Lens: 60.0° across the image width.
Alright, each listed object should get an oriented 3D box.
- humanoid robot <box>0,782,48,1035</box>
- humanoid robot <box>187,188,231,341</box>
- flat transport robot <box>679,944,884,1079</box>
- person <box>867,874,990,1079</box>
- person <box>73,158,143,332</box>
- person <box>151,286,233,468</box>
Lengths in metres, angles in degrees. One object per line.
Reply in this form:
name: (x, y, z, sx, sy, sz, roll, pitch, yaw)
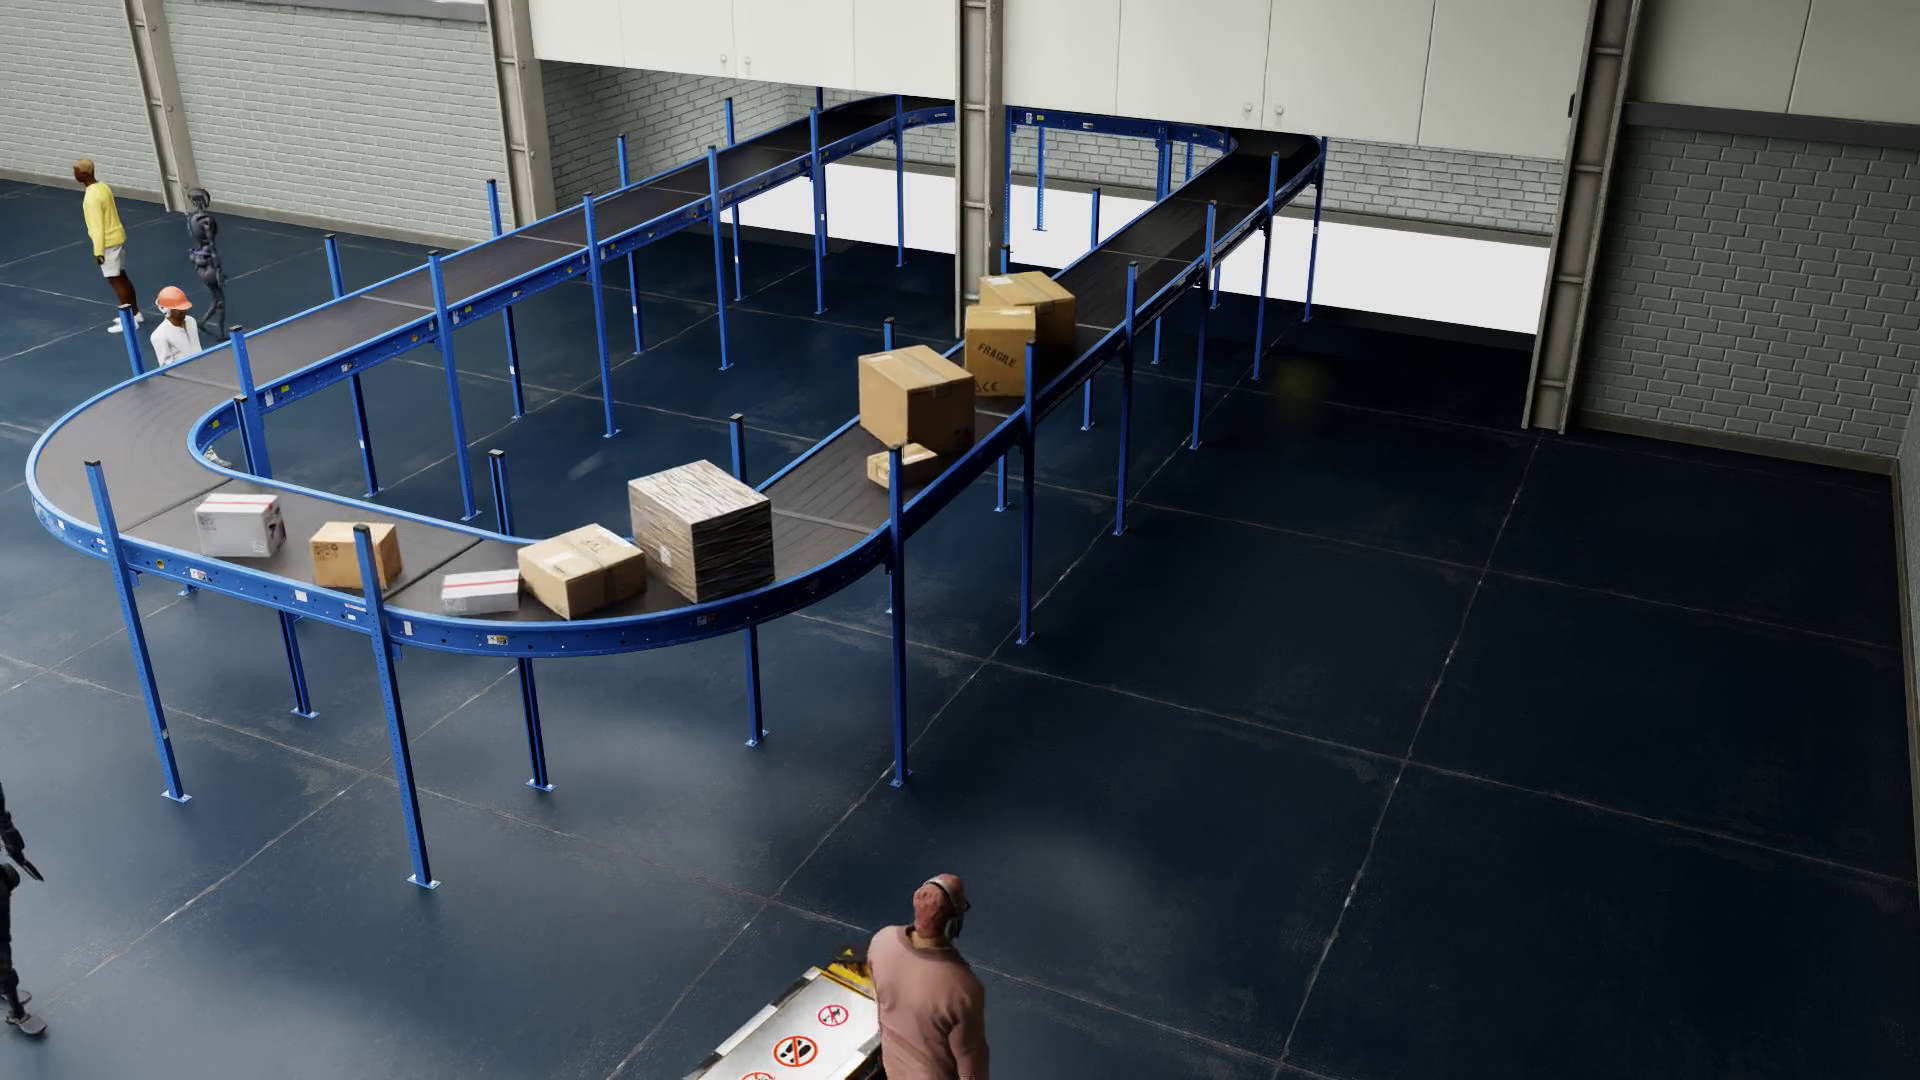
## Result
humanoid robot: (-4.930, 1.743, 8.398, 0.559, 1.637, 0.610, 7, 27, 14)
humanoid robot: (-8.093, -2.935, 17.801, 0.438, 1.640, 0.587, -19, 32, -34)
flat transport robot: (-0.767, 2.577, 8.283, 0.659, 0.231, 1.431, 17, 31, 31)
person: (-0.107, 2.251, 7.114, 0.400, 1.891, 0.684, -23, 35, -38)
person: (-9.297, -3.224, 18.151, 0.370, 1.892, 0.554, -5, 27, -10)
person: (-6.750, -1.381, 14.588, 0.333, 1.749, 0.574, 4, 27, 7)
